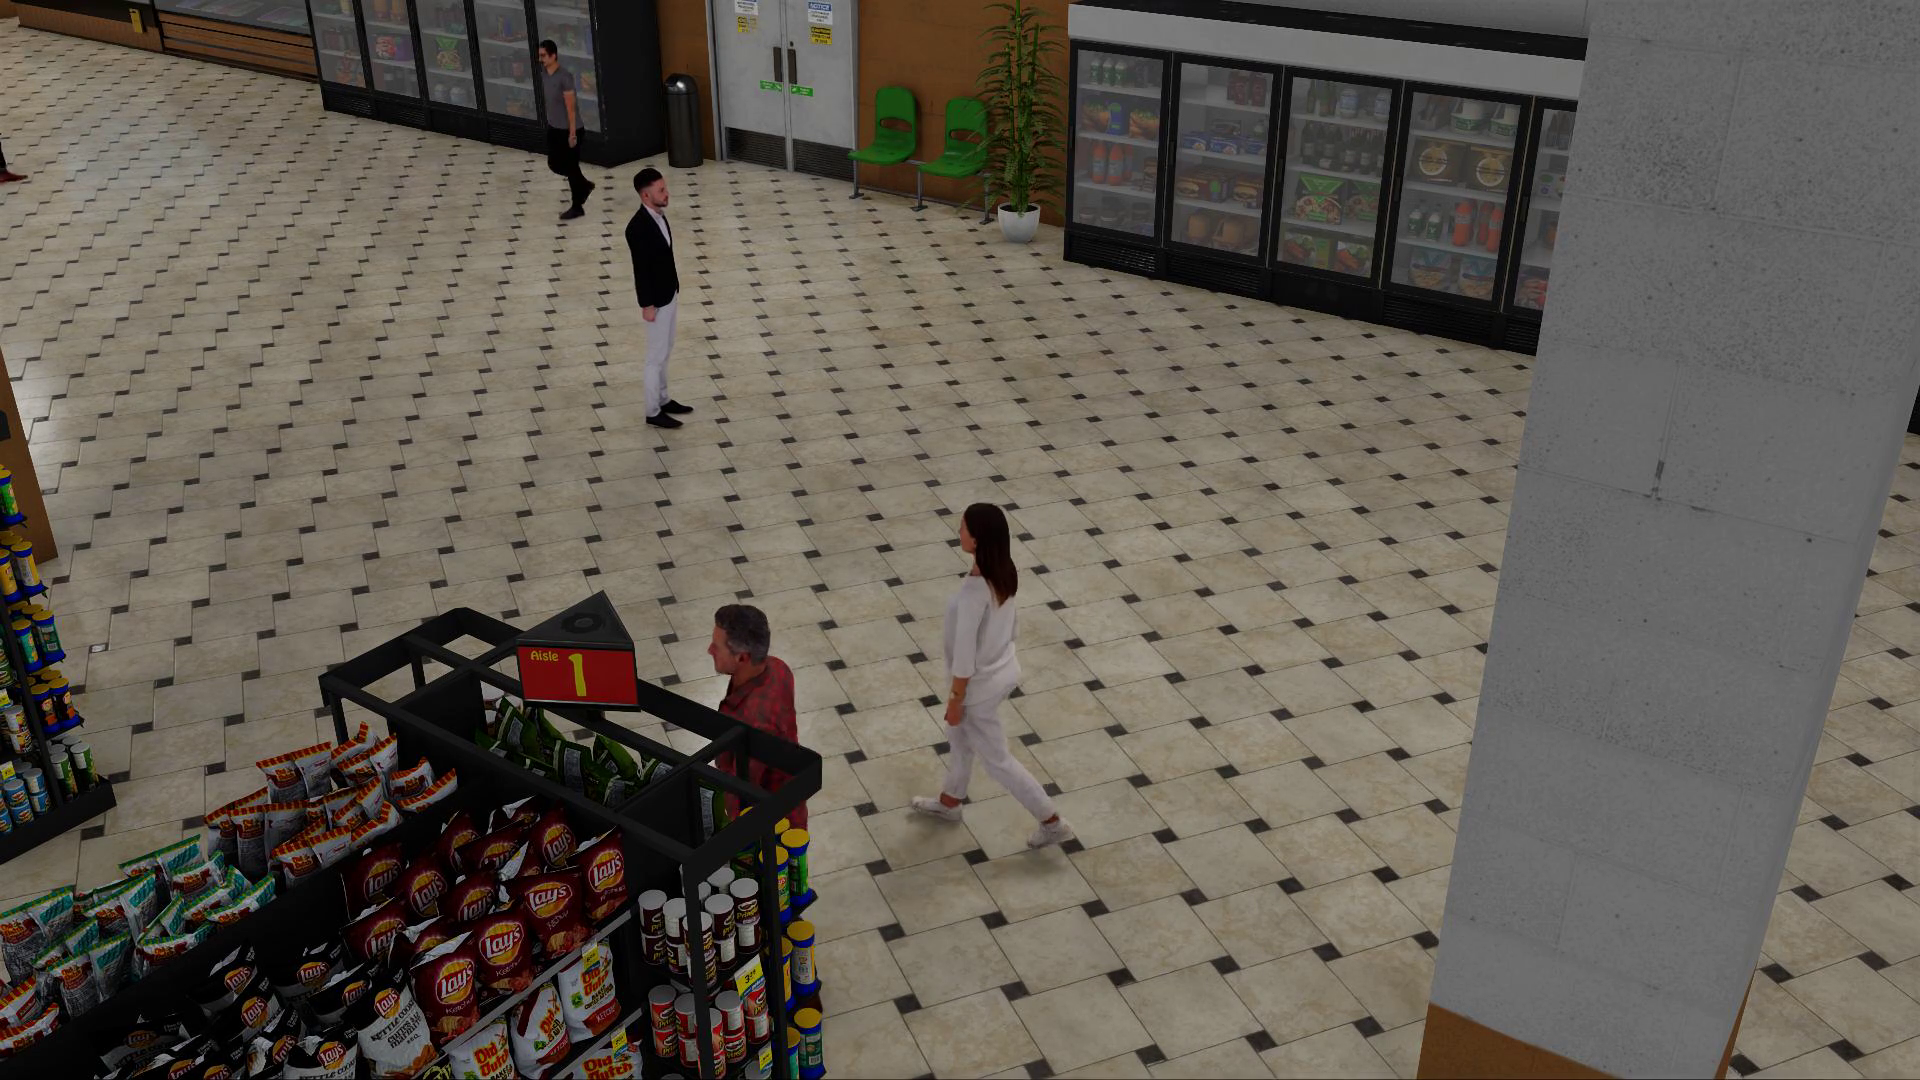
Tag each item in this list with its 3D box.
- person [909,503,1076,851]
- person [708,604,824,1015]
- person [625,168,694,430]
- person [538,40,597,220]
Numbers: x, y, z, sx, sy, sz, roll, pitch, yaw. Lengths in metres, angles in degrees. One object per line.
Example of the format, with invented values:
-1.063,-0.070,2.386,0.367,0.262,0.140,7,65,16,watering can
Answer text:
0.175,0.634,7.238,0.824,1.659,1.049,10,29,20,person
-0.646,1.053,6.238,0.884,1.817,0.807,-2,27,-3,person
-2.134,-1.696,11.631,0.788,1.841,0.647,3,27,6,person
-3.811,-4.062,16.423,0.647,1.727,0.802,20,33,34,person
